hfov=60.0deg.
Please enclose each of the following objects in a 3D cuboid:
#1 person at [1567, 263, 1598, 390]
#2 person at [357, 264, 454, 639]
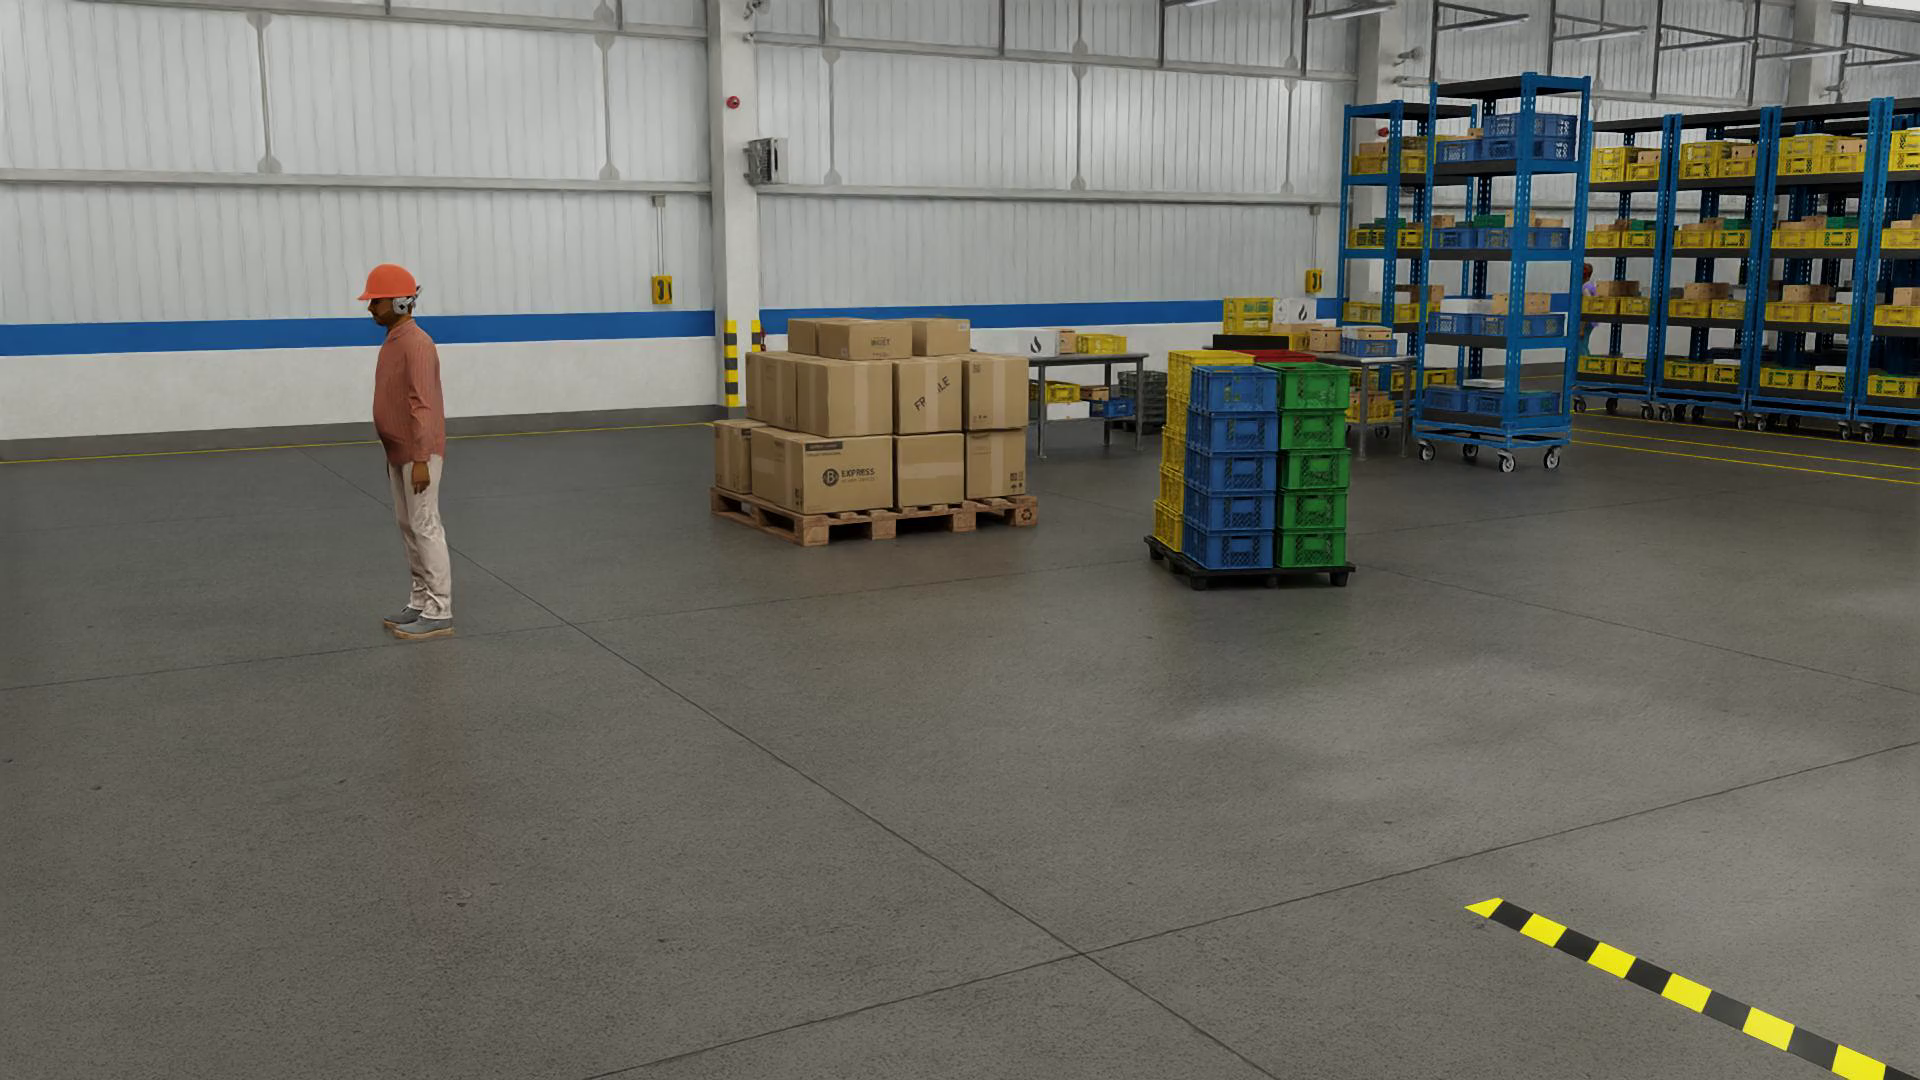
[{"bbox_3d":[8.949,-3.049,23.863,0.389,1.846,0.564,3,10,16],"label":"person"},{"bbox_3d":[-2.953,-0.467,8.870,0.400,1.987,0.608,-7,12,-36],"label":"person"}]
